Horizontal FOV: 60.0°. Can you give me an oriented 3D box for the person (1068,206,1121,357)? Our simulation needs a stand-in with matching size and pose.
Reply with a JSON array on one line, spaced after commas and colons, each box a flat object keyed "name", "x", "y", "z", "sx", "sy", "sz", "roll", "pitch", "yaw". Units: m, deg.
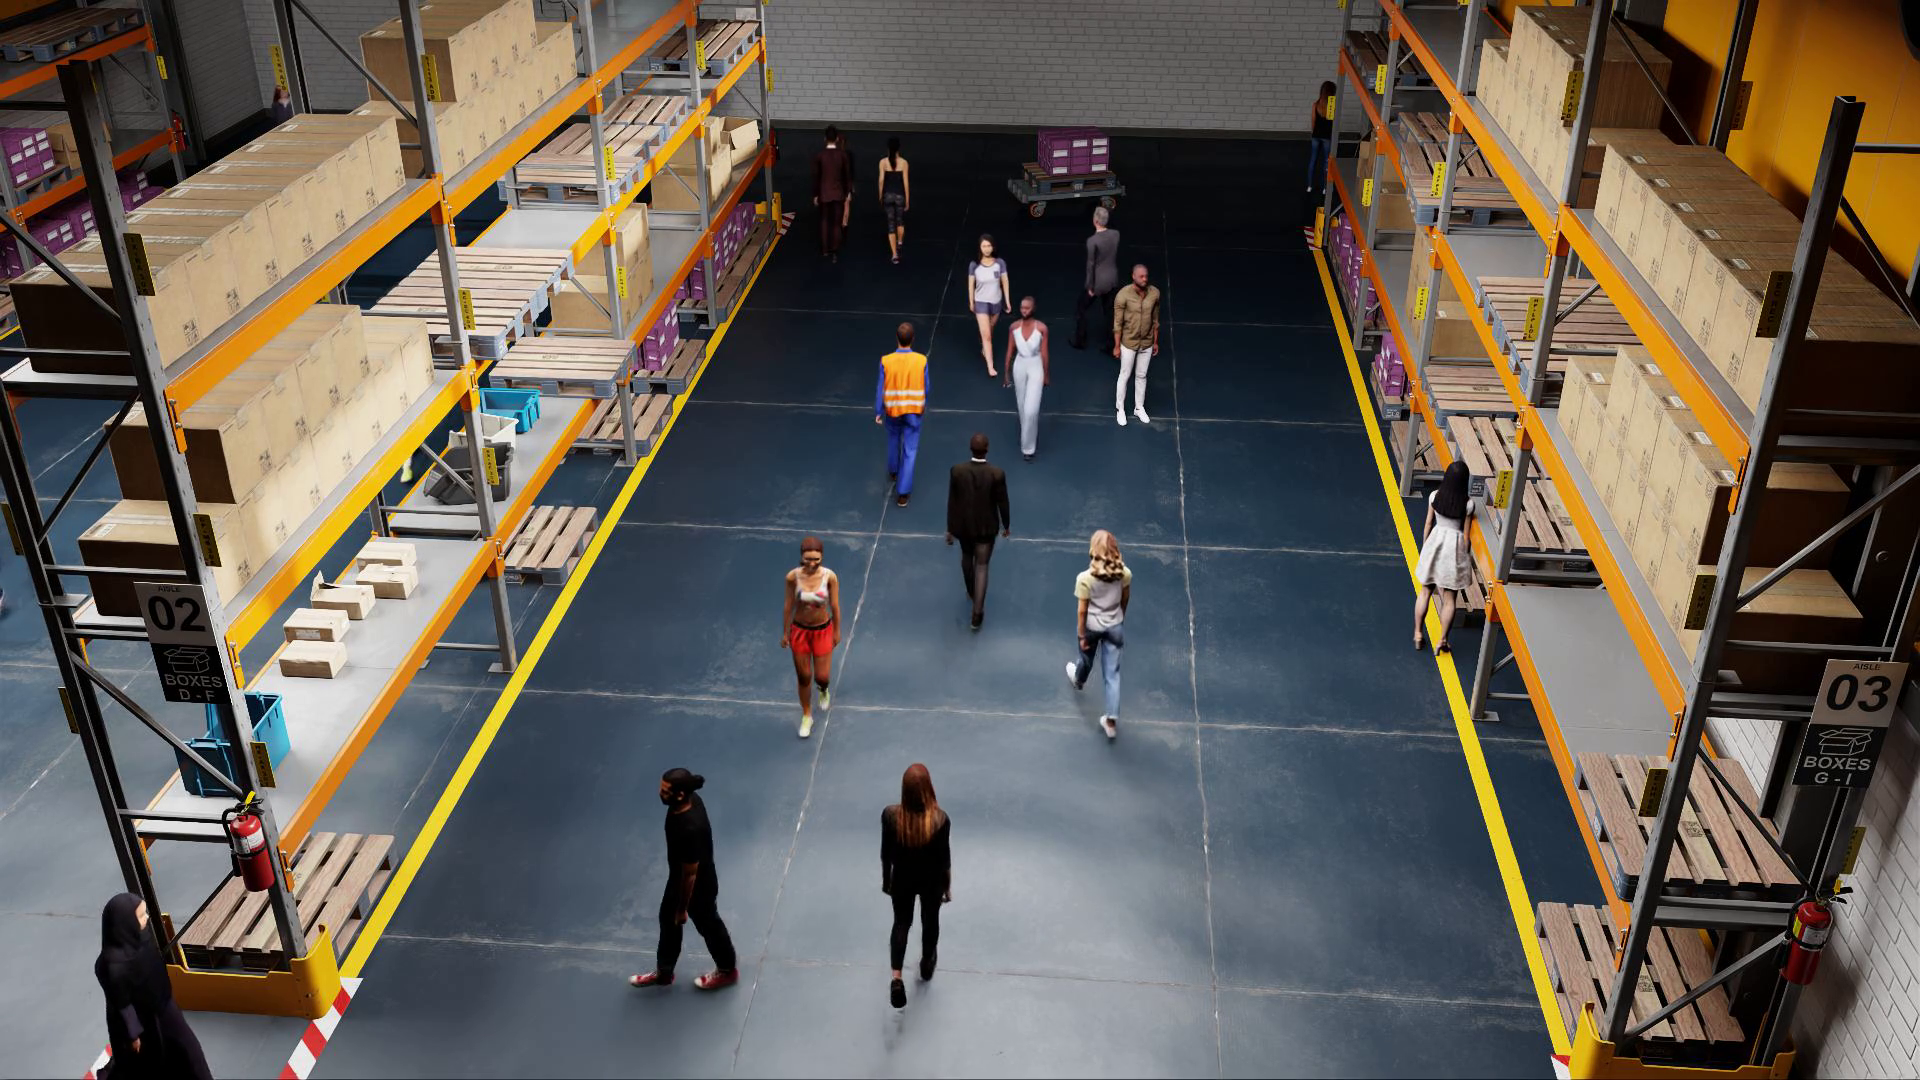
[{"name": "person", "x": 1.747, "y": -3.074, "z": 19.970, "sx": 1.008, "sy": 1.816, "sz": 1.079, "roll": -18, "pitch": 33, "yaw": -29}]

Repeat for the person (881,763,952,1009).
[{"name": "person", "x": -0.290, "y": 2.192, "z": 10.440, "sx": 0.648, "sy": 1.696, "sz": 0.958, "roll": 5, "pitch": 29, "yaw": 10}]

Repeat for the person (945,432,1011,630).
[{"name": "person", "x": 0.136, "y": -0.049, "z": 14.468, "sx": 0.734, "sy": 1.772, "sz": 1.022, "roll": 4, "pitch": 29, "yaw": 7}]

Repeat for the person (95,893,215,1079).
[{"name": "person", "x": -4.797, "y": 2.706, "z": 9.603, "sx": 0.740, "sy": 1.594, "sz": 1.039, "roll": 6, "pitch": 29, "yaw": 11}]

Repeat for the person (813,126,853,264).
[{"name": "person", "x": -1.768, "y": -4.738, "z": 22.991, "sx": 0.747, "sy": 1.843, "sz": 0.879, "roll": -1, "pitch": 29, "yaw": -2}]

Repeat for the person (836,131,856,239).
[{"name": "person", "x": -1.683, "y": -5.106, "z": 23.977, "sx": 0.743, "sy": 1.544, "sz": 0.943, "roll": -9, "pitch": 30, "yaw": -16}]

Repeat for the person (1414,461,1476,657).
[{"name": "person", "x": 4.118, "y": 0.148, "z": 14.109, "sx": 0.775, "sy": 1.769, "sz": 0.800, "roll": 19, "pitch": 34, "yaw": 30}]

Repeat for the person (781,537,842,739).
[{"name": "person", "x": -1.141, "y": 0.706, "z": 13.082, "sx": 0.602, "sy": 1.774, "sz": 0.718, "roll": 4, "pitch": 29, "yaw": 8}]

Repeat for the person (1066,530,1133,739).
[{"name": "person", "x": 1.160, "y": 0.769, "z": 13.083, "sx": 0.890, "sy": 1.663, "sz": 1.230, "roll": -7, "pitch": 29, "yaw": -12}]

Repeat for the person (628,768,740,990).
[{"name": "person", "x": -1.600, "y": 2.141, "z": 10.489, "sx": 0.957, "sy": 1.738, "sz": 0.983, "roll": -11, "pitch": 30, "yaw": -19}]

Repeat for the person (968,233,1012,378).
[{"name": "person", "x": 0.319, "y": -2.818, "z": 19.675, "sx": 0.882, "sy": 1.648, "sz": 1.218, "roll": -8, "pitch": 30, "yaw": -14}]

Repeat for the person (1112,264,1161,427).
[{"name": "person", "x": 1.938, "y": -2.174, "z": 18.308, "sx": 0.801, "sy": 1.825, "sz": 0.735, "roll": -9, "pitch": 30, "yaw": -16}]

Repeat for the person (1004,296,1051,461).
[{"name": "person", "x": 0.749, "y": -1.766, "z": 17.621, "sx": 0.711, "sy": 1.766, "sz": 0.818, "roll": 9, "pitch": 30, "yaw": 16}]

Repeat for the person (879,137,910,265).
[{"name": "person", "x": -0.918, "y": -4.661, "z": 23.011, "sx": 0.704, "sy": 1.689, "sz": 1.122, "roll": -3, "pitch": 29, "yaw": -5}]

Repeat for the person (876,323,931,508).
[{"name": "person", "x": -0.557, "y": -1.210, "z": 16.537, "sx": 0.704, "sy": 1.829, "sz": 0.996, "roll": 0, "pitch": 29, "yaw": 1}]

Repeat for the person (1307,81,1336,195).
[{"name": "person", "x": 5.658, "y": -6.282, "z": 25.947, "sx": 0.682, "sy": 1.722, "sz": 0.690, "roll": 18, "pitch": 34, "yaw": 30}]
